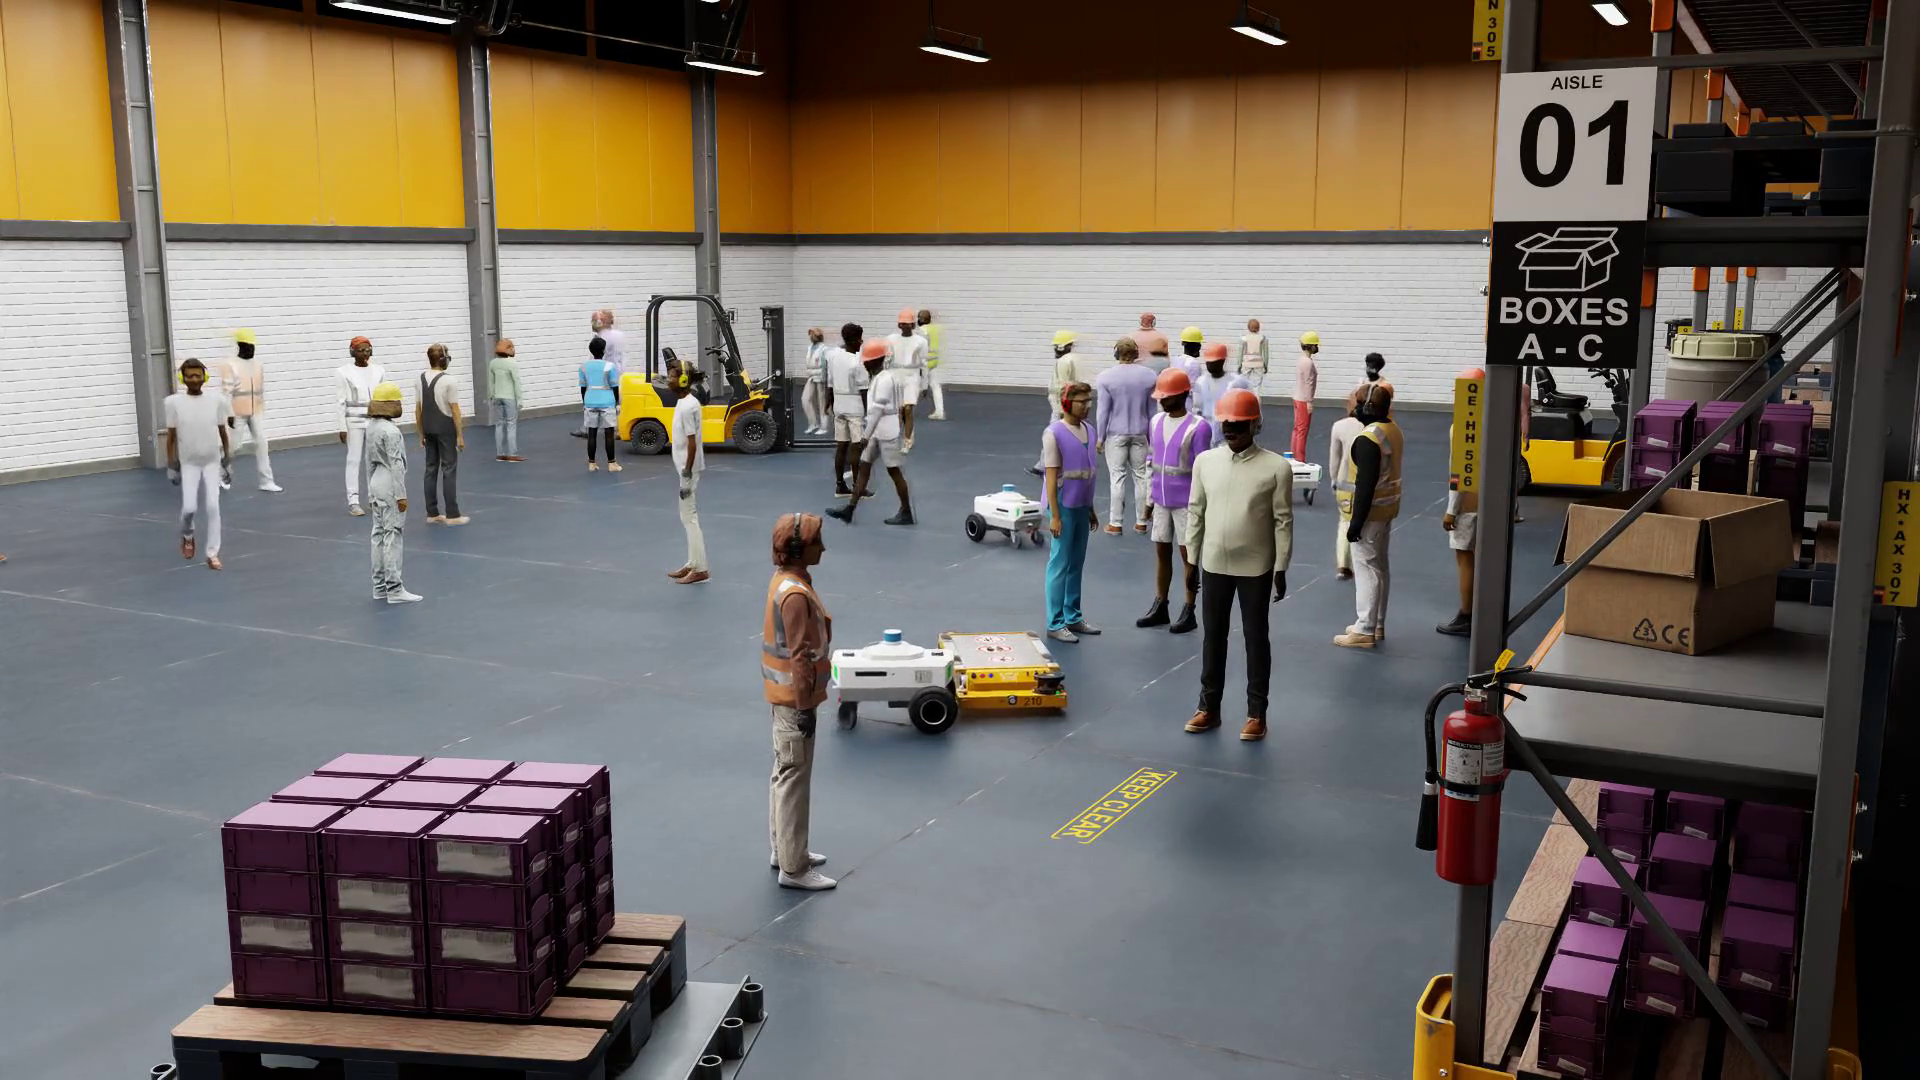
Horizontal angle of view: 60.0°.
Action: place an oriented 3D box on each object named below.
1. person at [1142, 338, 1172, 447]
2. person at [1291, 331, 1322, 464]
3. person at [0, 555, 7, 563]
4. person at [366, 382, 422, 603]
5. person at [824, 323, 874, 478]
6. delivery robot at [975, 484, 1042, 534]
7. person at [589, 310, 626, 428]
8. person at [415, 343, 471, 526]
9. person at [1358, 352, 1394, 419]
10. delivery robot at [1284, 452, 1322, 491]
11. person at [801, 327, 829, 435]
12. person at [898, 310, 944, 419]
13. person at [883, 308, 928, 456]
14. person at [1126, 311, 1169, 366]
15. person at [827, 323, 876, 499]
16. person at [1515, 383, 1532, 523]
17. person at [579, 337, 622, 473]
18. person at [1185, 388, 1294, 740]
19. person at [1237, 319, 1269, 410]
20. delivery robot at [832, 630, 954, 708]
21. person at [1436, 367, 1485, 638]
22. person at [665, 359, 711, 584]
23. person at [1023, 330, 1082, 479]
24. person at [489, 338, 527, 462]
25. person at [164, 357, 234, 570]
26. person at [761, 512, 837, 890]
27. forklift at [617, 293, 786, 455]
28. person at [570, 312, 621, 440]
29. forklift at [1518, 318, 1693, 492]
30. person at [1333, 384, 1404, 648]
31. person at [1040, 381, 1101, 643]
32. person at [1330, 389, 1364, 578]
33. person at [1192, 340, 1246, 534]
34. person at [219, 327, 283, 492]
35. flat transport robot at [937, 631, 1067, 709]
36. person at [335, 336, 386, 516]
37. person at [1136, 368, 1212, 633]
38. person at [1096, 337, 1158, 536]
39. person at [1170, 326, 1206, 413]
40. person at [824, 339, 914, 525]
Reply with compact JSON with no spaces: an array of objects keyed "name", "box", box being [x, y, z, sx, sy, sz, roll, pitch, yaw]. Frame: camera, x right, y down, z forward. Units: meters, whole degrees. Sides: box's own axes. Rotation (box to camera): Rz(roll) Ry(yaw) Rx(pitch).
[{"name":"person","box":[2.720,-1.944,22.630,0.514,1.588,0.850,10,14,44]},{"name":"person","box":[4.362,-1.741,20.946,0.330,1.769,0.526,0,10,-1]},{"name":"person","box":[-8.767,-0.738,14.667,0.627,1.933,0.375,9,13,42]},{"name":"person","box":[-4.487,-0.378,13.127,0.315,1.741,0.493,-9,13,-41]},{"name":"person","box":[-1.336,-1.742,20.648,0.629,1.867,0.985,3,10,15]},{"name":"delivery robot","box":[0.456,-0.282,15.732,0.477,0.478,0.707,-7,12,-36]},{"name":"person","box":[-5.559,-2.725,26.392,0.573,1.860,0.822,2,10,10]},{"name":"person","box":[-5.232,-1.057,16.758,0.516,1.843,0.325,4,11,21]},{"name":"person","box":[4.578,-1.243,18.343,0.465,1.658,0.561,-5,11,-28]},{"name":"delivery robot","box":[3.602,-0.721,18.274,0.707,0.478,0.477,0,10,-2]},{"name":"person","box":[-2.191,-2.384,25.056,0.445,1.622,0.547,-9,13,-43]},{"name":"person","box":[-0.642,-2.902,27.578,0.949,1.792,0.658,6,12,32]},{"name":"person","box":[-0.731,-2.197,22.954,0.623,2.000,1.048,3,10,17]},{"name":"person","box":[2.709,-2.354,24.092,0.651,1.907,0.409,2,10,12]},{"name":"person","box":[-1.211,-1.436,18.600,0.613,1.965,0.361,9,13,42]},{"name":"person","box":[5.563,-1.057,16.992,0.533,1.767,0.325,6,12,33]},{"name":"person","box":[-4.495,-1.683,20.807,0.535,1.699,0.318,2,10,11]},{"name":"person","box":[1.565,0.136,9.422,0.624,1.992,0.385,5,11,29]},{"name":"person","box":[4.964,-2.932,28.222,0.528,1.637,0.323,1,10,7]},{"name":"delivery robot","box":[-0.393,0.765,9.672,0.707,0.478,0.477,0,10,-2]},{"name":"person","box":[3.658,-0.271,11.944,0.546,1.937,0.379,-7,12,-36]},{"name":"person","box":[-2.281,-0.560,13.849,0.374,1.876,0.571,-2,10,-10]},{"name":"person","box":[1.169,-1.634,20.206,0.746,1.803,0.623,4,11,22]},{"name":"person","box":[-5.974,-1.843,21.926,0.507,1.630,0.268,5,11,29]},{"name":"person","box":[-6.632,-0.672,14.526,0.514,1.857,0.530,-7,12,-34]},{"name":"person","box":[-0.706,0.691,7.236,0.308,1.639,0.524,-2,10,-11]},{"name":"forklift","box":[-3.588,-2.317,23.042,2.313,2.155,1.214,-1,10,-5]},{"name":"person","box":[-5.350,-2.379,24.350,0.895,1.874,0.647,-2,10,-14]},{"name":"forklift","box":[7.066,-1.601,18.899,2.313,2.155,1.214,5,11,27]},{"name":"person","box":[2.850,-0.170,11.639,0.429,1.844,0.625,6,11,29]},{"name":"person","box":[0.782,-0.210,11.847,0.389,1.848,0.567,7,12,34]},{"name":"person","box":[3.402,-0.488,14.180,0.524,1.591,0.839,5,11,25]},{"name":"person","box":[2.527,-0.992,16.204,0.610,1.909,0.513,7,12,36]},{"name":"person","box":[-8.242,-1.499,19.145,0.810,1.903,0.615,6,11,31]},{"name":"flat transport robot","box":[0.239,0.799,10.531,0.652,0.197,1.431,0,9,-6]},{"name":"person","box":[-6.268,-1.204,17.497,0.342,1.882,0.579,8,13,40]},{"name":"person","box":[1.551,-0.287,12.065,0.385,1.927,0.545,-9,13,-42]},{"name":"person","box":[1.618,-1.005,16.199,0.629,1.937,0.379,-2,10,-12]},{"name":"person","box":[2.569,-1.435,18.706,0.367,1.926,0.594,-4,11,-22]},{"name":"person","box":[-0.905,-1.062,16.707,0.951,1.879,0.538,-3,10,-15]}]
